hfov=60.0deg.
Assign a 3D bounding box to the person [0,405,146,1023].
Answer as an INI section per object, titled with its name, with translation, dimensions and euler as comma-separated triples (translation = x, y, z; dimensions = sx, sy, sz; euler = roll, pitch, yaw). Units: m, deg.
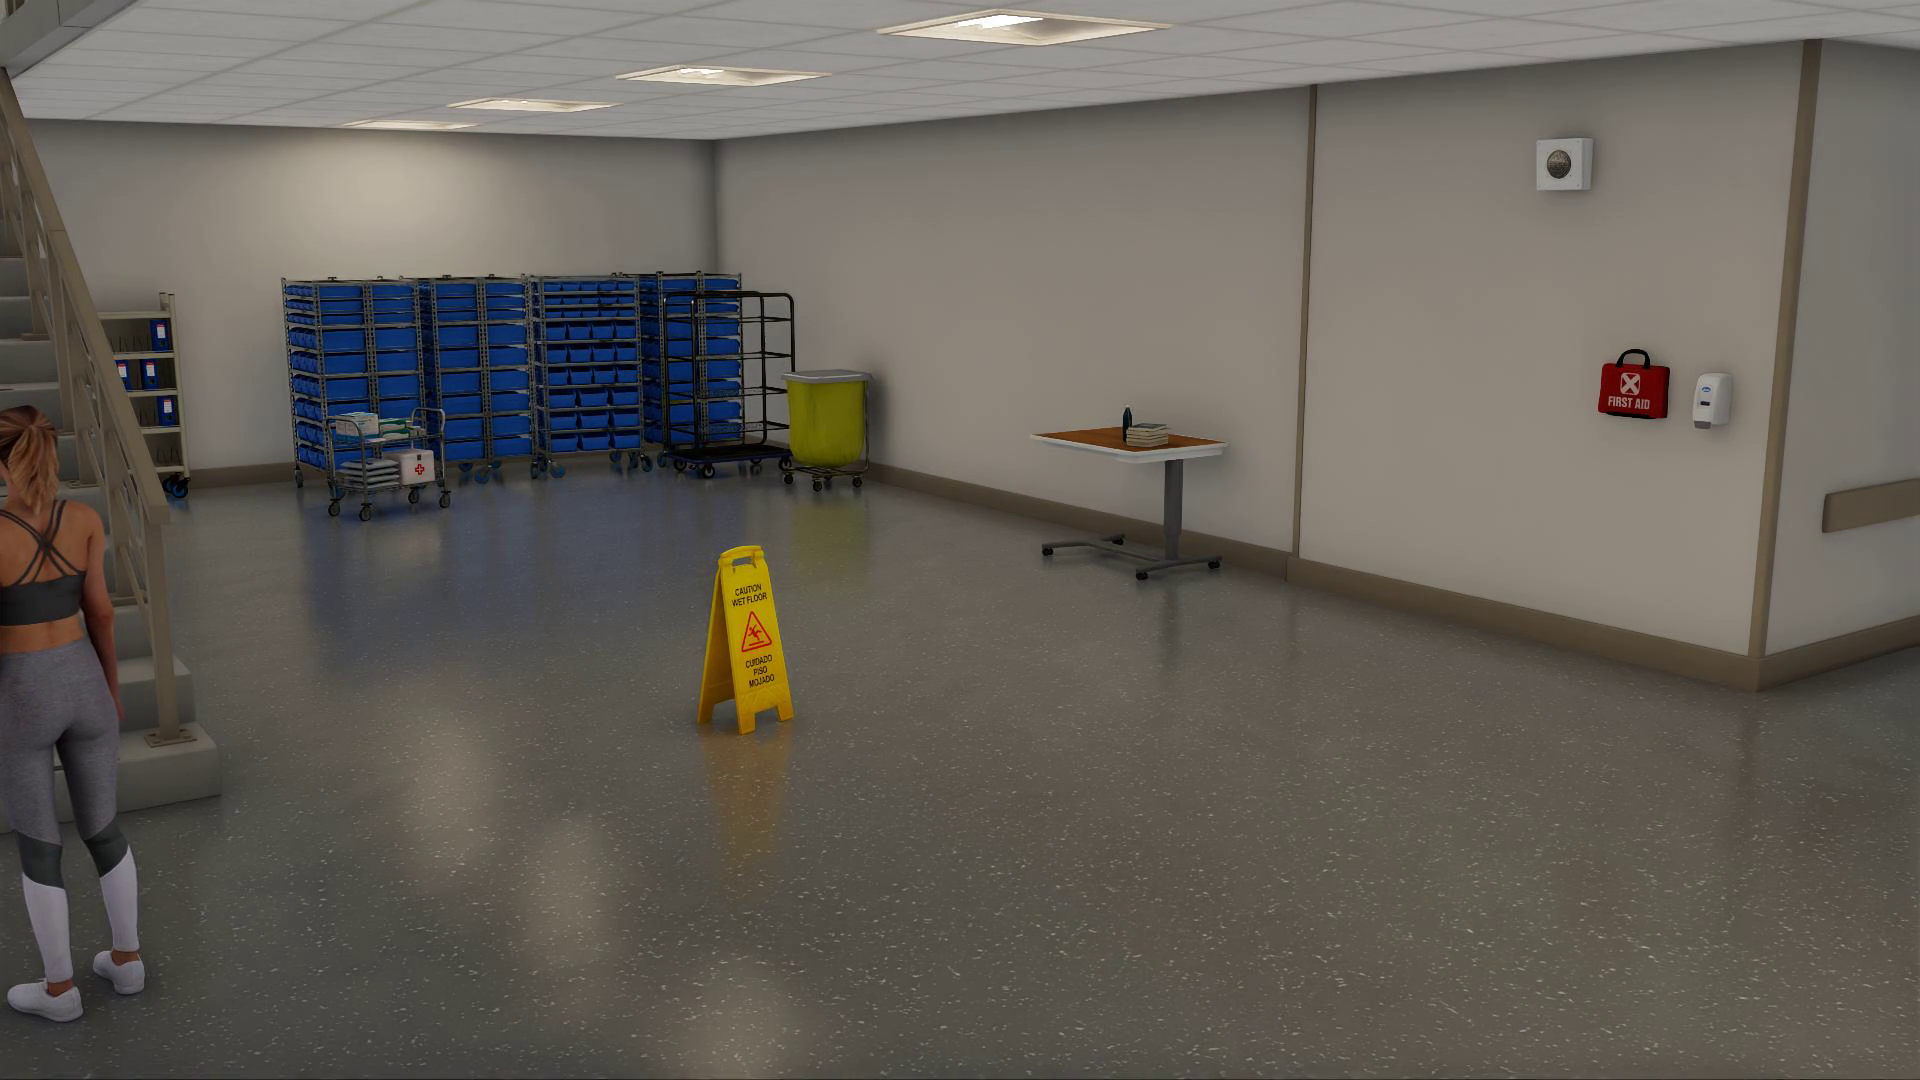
[person]
translation = -2.515, 0.475, 4.600
dimensions = 0.643, 1.703, 0.647
euler = 7, 13, 33
